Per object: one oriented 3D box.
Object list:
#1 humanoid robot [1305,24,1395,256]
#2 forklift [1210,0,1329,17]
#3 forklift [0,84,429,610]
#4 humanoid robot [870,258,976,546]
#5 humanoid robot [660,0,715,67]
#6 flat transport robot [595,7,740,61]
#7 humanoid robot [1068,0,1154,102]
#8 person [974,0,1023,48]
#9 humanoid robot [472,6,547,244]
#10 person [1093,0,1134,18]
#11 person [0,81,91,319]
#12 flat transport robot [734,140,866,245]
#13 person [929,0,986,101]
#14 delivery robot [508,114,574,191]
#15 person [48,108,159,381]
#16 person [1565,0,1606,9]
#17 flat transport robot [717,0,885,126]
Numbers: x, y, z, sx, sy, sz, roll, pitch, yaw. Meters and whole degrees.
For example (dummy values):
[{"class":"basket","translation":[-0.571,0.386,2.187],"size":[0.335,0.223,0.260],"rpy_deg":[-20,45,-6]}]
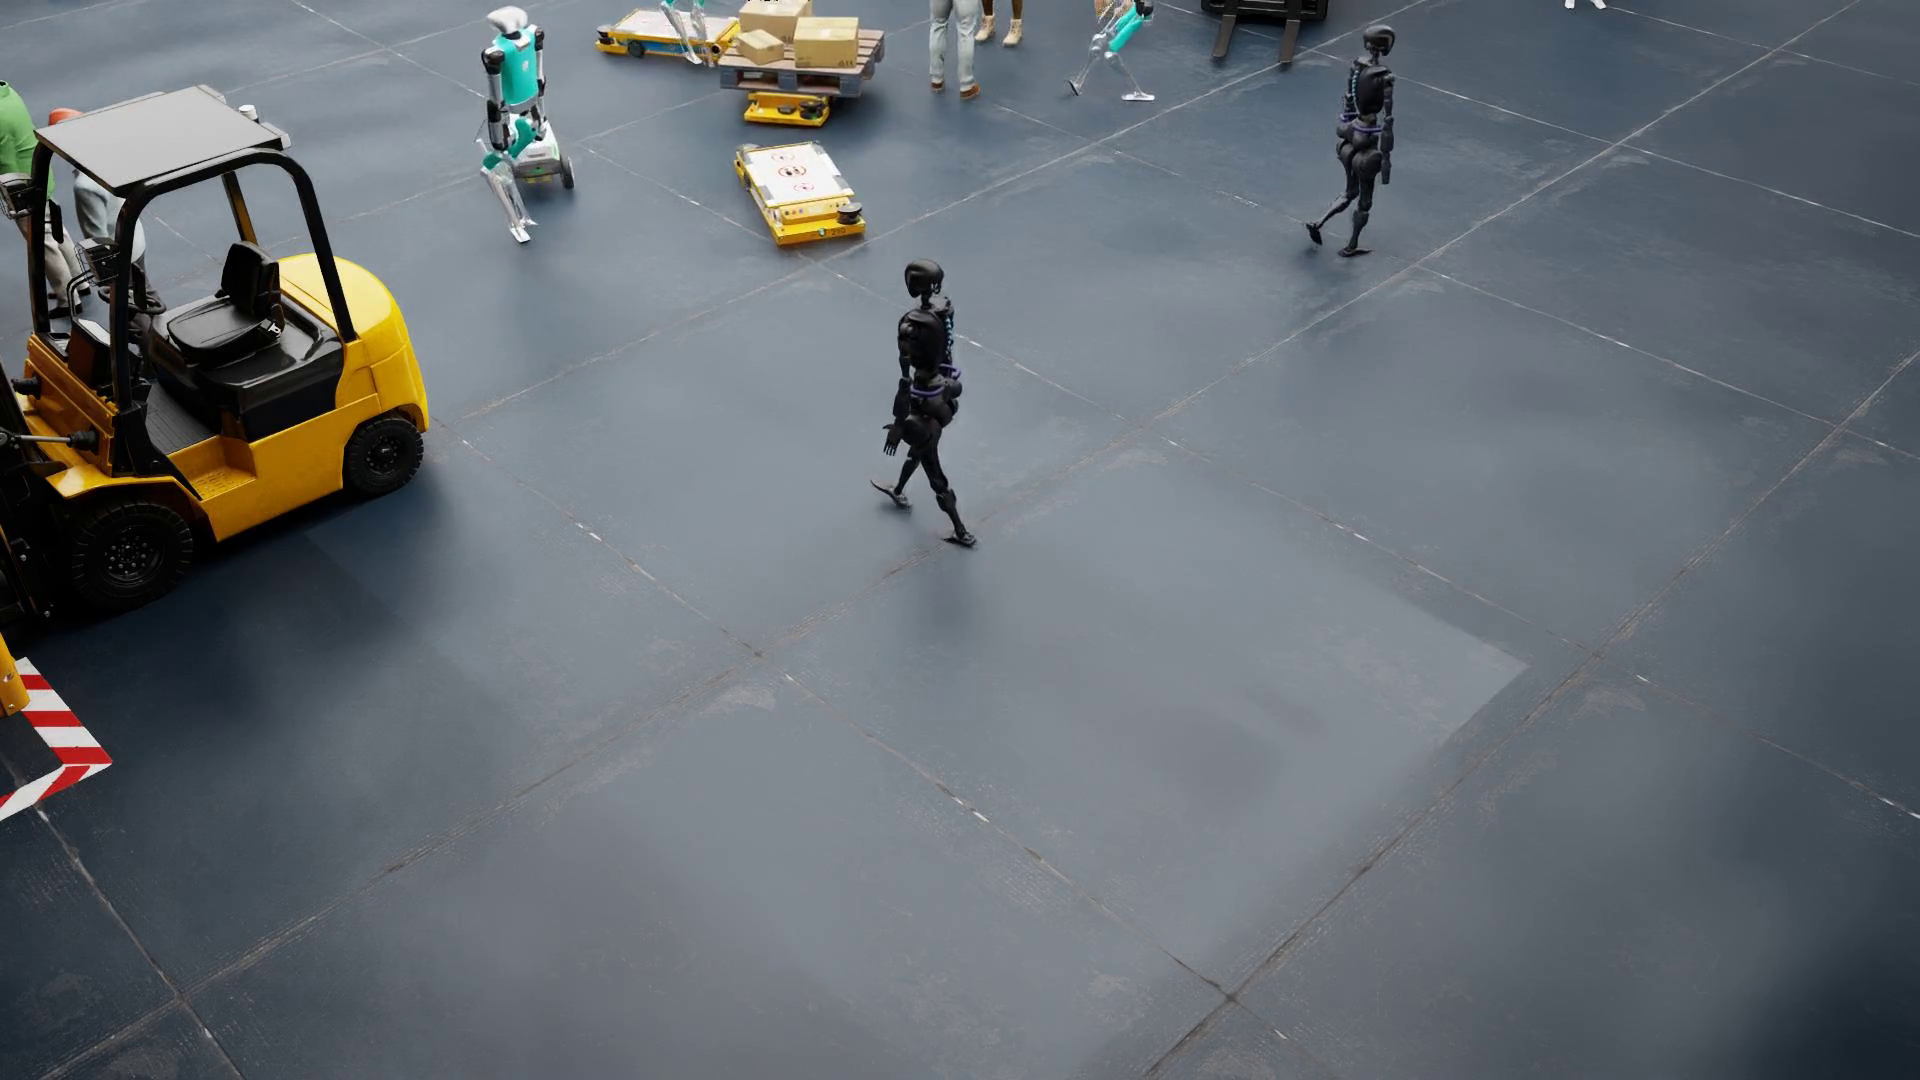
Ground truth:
[{"class":"humanoid robot","translation":[2.747,-2.738,11.484],"size":[0.444,1.643,0.589],"rpy_deg":[-13,39,-16]},{"class":"forklift","translation":[3.106,-6.400,15.960],"size":[1.214,2.155,2.313],"rpy_deg":[8,37,10]},{"class":"forklift","translation":[-4.145,-1.093,8.856],"size":[2.313,2.155,1.214],"rpy_deg":[-31,47,-34]},{"class":"humanoid robot","translation":[-0.220,-0.729,8.834],"size":[0.761,1.626,0.615],"rpy_deg":[17,40,22]},{"class":"humanoid robot","translation":[-2.336,-4.852,14.292],"size":[0.549,1.809,0.837],"rpy_deg":[-30,46,-34]},{"class":"flat transport robot","translation":[-2.525,-4.577,15.123],"size":[1.431,0.231,0.659],"rpy_deg":[9,38,12]},{"class":"humanoid robot","translation":[1.290,-4.464,13.803],"size":[0.850,1.845,0.552],"rpy_deg":[1,37,1]},{"class":"person","translation":[0.338,-5.400,14.762],"size":[0.613,2.029,0.436],"rpy_deg":[17,40,21]},{"class":"humanoid robot","translation":[-3.231,-2.890,11.657],"size":[0.830,1.789,0.600],"rpy_deg":[18,40,22]},{"class":"person","translation":[1.398,-5.676,15.355],"size":[0.574,1.759,0.486],"rpy_deg":[-11,38,-14]},{"class":"person","translation":[-6.097,-2.305,10.827],"size":[0.388,1.776,0.545],"rpy_deg":[-8,38,-11]},{"class":"flat transport robot","translation":[-1.229,-2.646,12.539],"size":[0.659,0.231,1.431],"rpy_deg":[-12,38,-15]},{"class":"person","translation":[-0.041,-4.660,13.865],"size":[0.629,1.917,0.532],"rpy_deg":[5,37,7]},{"class":"delivery robot","translation":[-3.286,-2.993,12.778],"size":[0.499,0.612,0.814],"rpy_deg":[-12,38,-16]},{"class":"person","translation":[-5.185,-1.801,10.180],"size":[0.351,1.738,0.572],"rpy_deg":[-4,37,-6]},{"class":"person","translation":[6.071,-5.843,15.671],"size":[0.514,1.639,0.309],"rpy_deg":[1,37,1]},{"class":"flat transport robot","translation":[-1.329,-3.907,14.227],"size":[0.659,0.231,1.431],"rpy_deg":[6,37,8]}]
